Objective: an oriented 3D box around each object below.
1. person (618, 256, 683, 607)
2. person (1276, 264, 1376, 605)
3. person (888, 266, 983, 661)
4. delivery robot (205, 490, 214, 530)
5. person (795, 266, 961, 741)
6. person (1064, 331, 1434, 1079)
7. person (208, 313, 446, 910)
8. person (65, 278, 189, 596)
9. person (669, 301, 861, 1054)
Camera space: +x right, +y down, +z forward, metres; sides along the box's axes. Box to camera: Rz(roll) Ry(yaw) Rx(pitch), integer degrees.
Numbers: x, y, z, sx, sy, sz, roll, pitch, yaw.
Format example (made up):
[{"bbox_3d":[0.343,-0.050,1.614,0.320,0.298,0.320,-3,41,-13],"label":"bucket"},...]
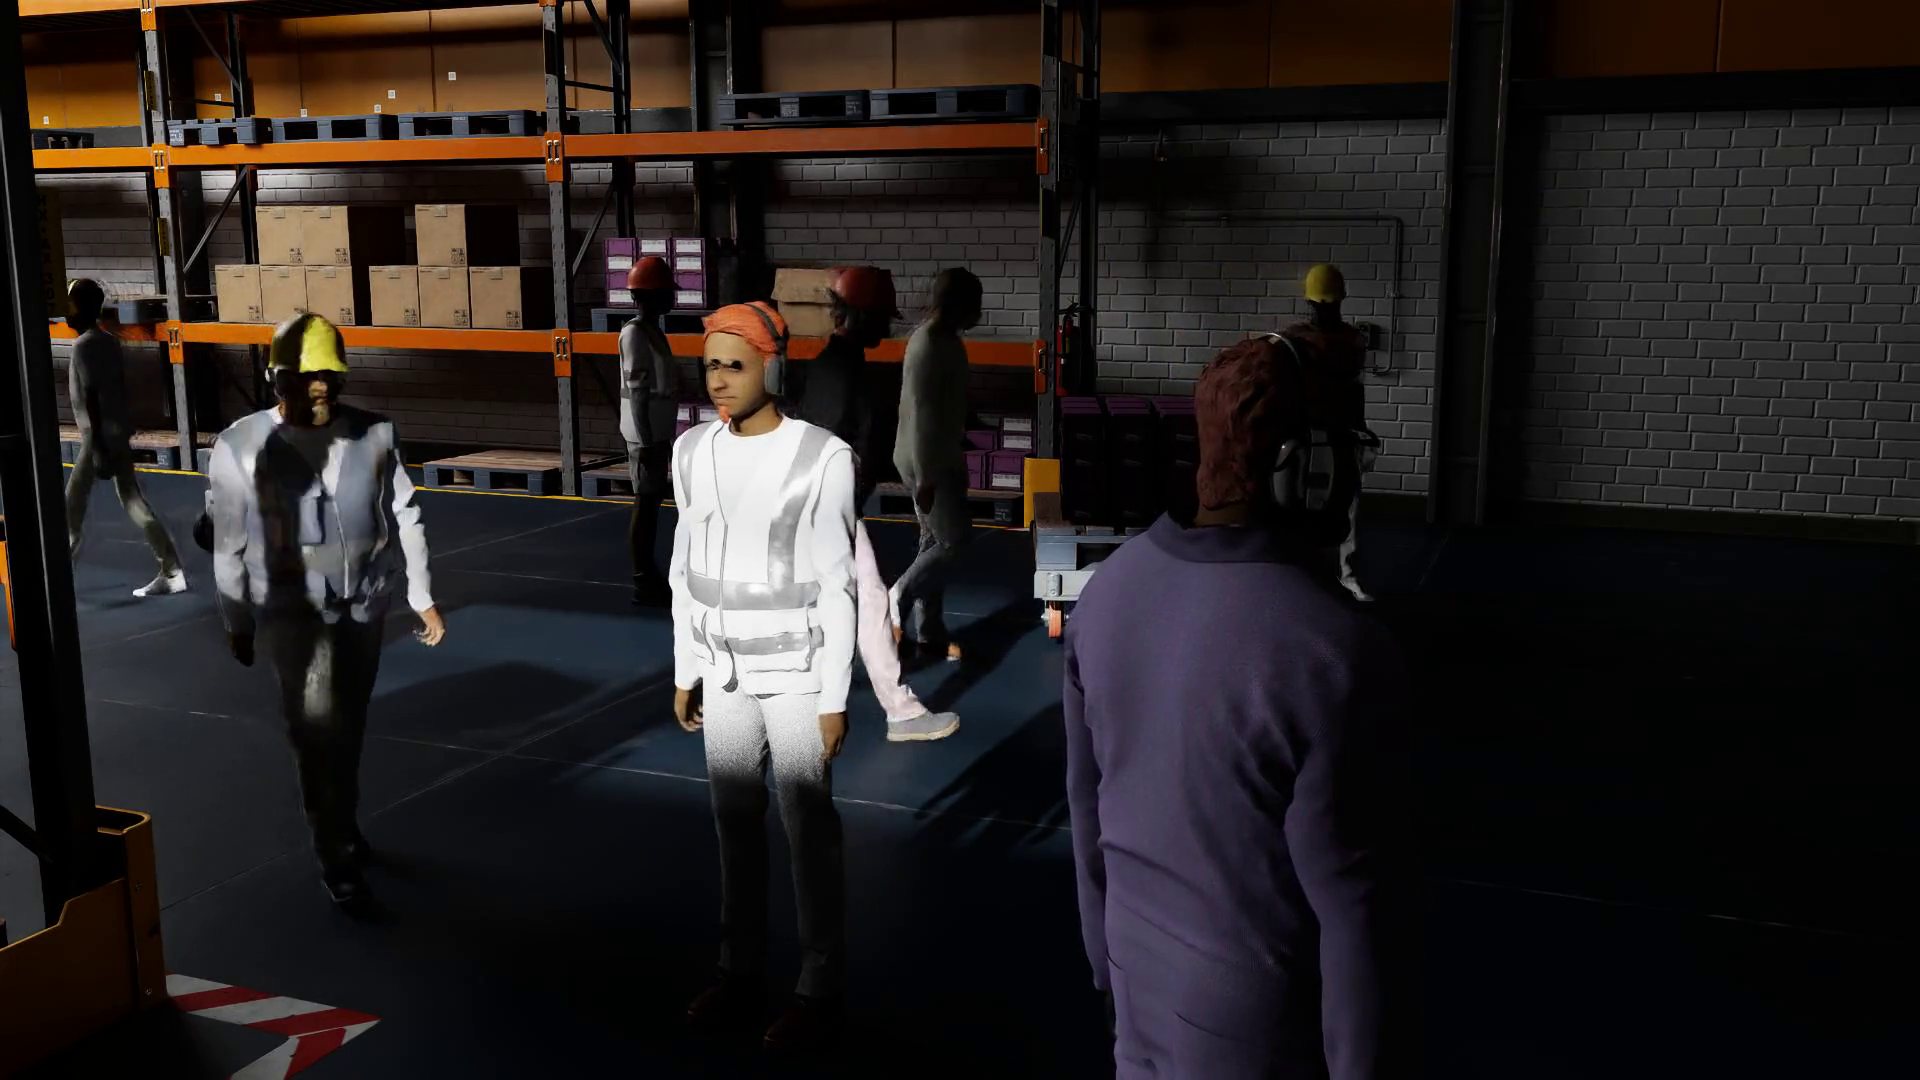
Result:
[{"bbox_3d":[-1.706,-0.601,9.292,0.360,1.939,0.543,0,10,0],"label":"person"},{"bbox_3d":[2.050,-0.569,9.237,0.594,1.890,0.732,-3,11,-17],"label":"person"},{"bbox_3d":[-0.140,-0.330,7.852,0.507,1.913,0.695,1,10,5],"label":"person"},{"bbox_3d":[-4.652,-0.271,11.046,0.477,0.478,0.707,3,11,17],"label":"delivery robot"},{"bbox_3d":[-0.528,-0.123,6.676,0.982,1.936,0.680,-1,10,-5],"label":"person"},{"bbox_3d":[0.415,0.667,2.316,0.407,1.906,0.654,-5,12,-28],"label":"person"},{"bbox_3d":[-1.930,0.207,5.172,0.608,1.800,0.816,-9,14,-42],"label":"person"},{"bbox_3d":[-4.905,-0.558,9.409,0.971,1.809,0.540,0,10,-2],"label":"person"},{"bbox_3d":[-0.497,0.343,4.207,0.577,1.879,0.351,7,12,32],"label":"person"}]
